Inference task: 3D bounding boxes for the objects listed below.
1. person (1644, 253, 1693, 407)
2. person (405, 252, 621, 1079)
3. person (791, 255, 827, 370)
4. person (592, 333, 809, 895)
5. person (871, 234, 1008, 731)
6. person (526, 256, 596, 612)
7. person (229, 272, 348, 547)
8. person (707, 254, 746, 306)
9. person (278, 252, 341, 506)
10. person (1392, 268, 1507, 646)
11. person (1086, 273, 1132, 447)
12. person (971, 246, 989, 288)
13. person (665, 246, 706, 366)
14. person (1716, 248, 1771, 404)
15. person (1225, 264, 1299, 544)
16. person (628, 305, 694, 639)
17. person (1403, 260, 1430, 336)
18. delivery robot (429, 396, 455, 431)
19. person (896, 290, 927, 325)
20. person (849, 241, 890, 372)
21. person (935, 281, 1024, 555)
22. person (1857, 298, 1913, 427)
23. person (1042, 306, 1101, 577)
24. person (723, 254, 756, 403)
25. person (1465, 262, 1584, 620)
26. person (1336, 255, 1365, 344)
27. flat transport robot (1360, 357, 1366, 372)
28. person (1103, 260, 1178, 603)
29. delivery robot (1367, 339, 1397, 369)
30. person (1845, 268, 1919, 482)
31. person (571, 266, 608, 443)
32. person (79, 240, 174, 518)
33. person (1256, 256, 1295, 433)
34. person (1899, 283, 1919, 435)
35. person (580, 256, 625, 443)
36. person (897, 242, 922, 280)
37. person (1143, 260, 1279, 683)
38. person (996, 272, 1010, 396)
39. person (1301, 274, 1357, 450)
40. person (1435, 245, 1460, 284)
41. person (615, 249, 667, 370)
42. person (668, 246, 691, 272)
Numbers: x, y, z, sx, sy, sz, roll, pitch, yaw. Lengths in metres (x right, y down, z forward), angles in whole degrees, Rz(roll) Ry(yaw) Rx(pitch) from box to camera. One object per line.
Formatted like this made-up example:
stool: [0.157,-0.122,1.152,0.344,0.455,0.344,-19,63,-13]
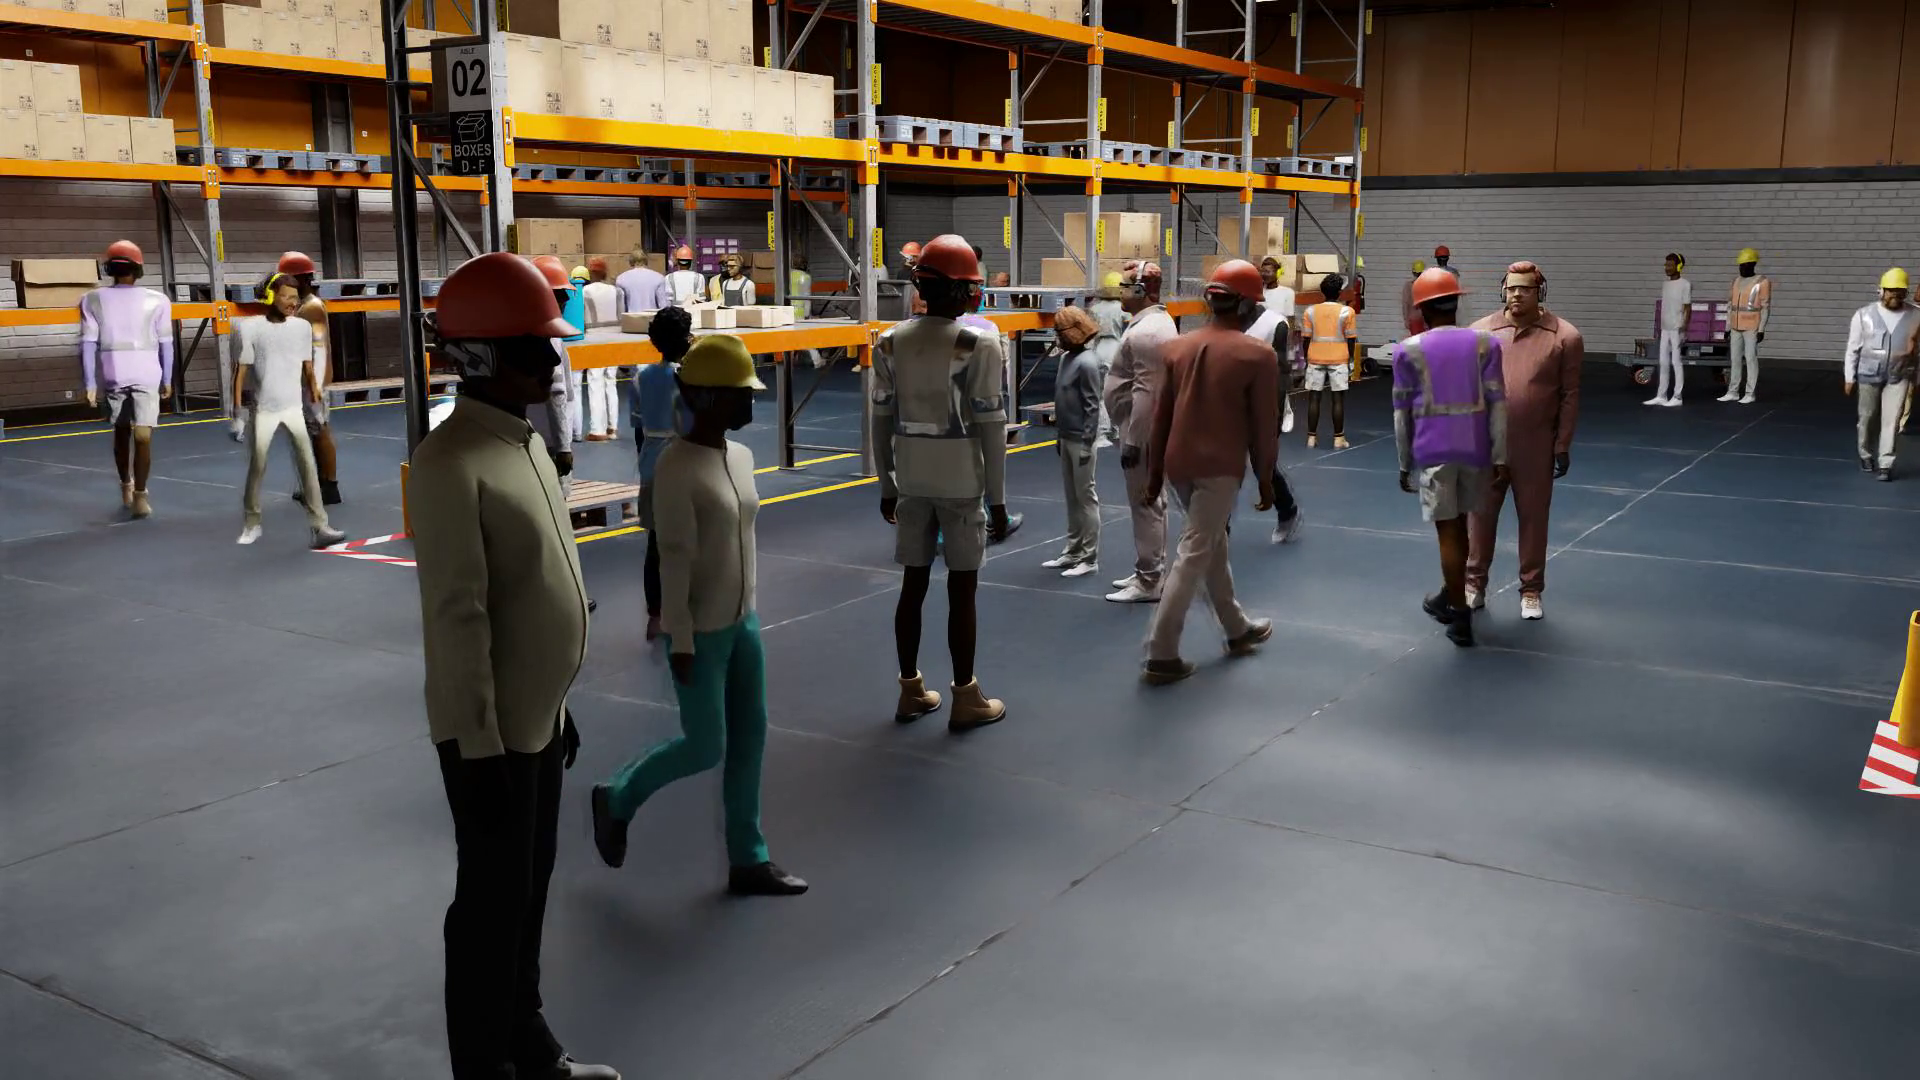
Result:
person: [8.684,-2.558,20.291,0.316,1.866,0.532,-3,11,-17]
person: [-0.981,0.382,3.643,0.375,1.995,0.611,0,10,0]
person: [-2.485,-3.538,25.935,0.622,1.791,0.944,6,12,32]
person: [-0.807,0.240,5.091,0.608,1.748,0.537,4,11,23]
person: [-0.063,-0.234,6.922,0.616,2.041,0.382,6,12,30]
person: [-2.226,-0.564,9.040,0.356,1.936,0.551,-6,12,-32]
person: [-4.470,-0.837,10.931,0.642,1.806,0.962,-9,14,-42]
person: [-2.958,-2.724,21.273,0.620,1.845,0.430,4,11,19]
person: [-5.003,-1.228,12.727,0.378,1.932,0.551,-6,12,-30]
person: [2.482,-0.444,8.553,0.548,1.873,0.868,0,10,0]
person: [1.541,-1.792,16.518,0.511,1.694,0.904,7,12,34]
person: [0.289,-3.862,27.343,0.373,1.931,0.639,-2,10,-11]
person: [-3.683,-2.973,22.391,0.551,1.937,0.357,-1,10,-6]
person: [9.736,-2.653,20.652,0.386,1.922,0.594,-4,11,-22]
person: [1.905,-0.855,10.812,0.889,1.889,0.603,-10,14,-43]
person: [-1.423,-0.318,8.346,0.548,1.697,0.317,7,13,35]
person: [6.831,-3.306,24.815,0.589,1.721,0.601,-2,11,-13]
delivery robot: [-4.792,-1.110,15.637,0.477,0.478,0.707,8,13,37]
person: [-0.287,-1.229,13.558,0.521,1.636,0.311,1,10,3]
person: [-1.444,-3.578,25.458,0.685,2.000,0.535,5,11,27]
person: [0.074,-0.835,10.897,0.598,1.799,0.926,6,12,32]
person: [9.984,-2.017,17.935,0.498,1.633,0.283,5,12,27]
person: [0.691,-0.592,10.039,0.290,1.632,0.501,-3,11,-15]
person: [-2.748,-2.608,20.622,0.507,1.847,0.351,7,12,33]
person: [2.969,-0.528,8.929,0.643,1.908,0.410,5,11,26]
person: [5.872,-3.496,25.701,0.740,1.796,0.595,1,10,6]
flat transport robot: [5.662,-2.733,25.676,1.431,0.197,0.652,6,12,30]
person: [1.003,-0.603,9.339,0.404,1.911,0.636,3,11,14]
delivery robot: [6.407,-2.737,24.656,0.477,0.478,0.707,-9,14,-41]
person: [7.918,-1.430,14.256,0.602,1.795,0.930,5,11,25]
person: [-3.775,-1.860,16.701,0.533,1.766,0.318,-4,11,-21]
person: [-6.126,-1.196,12.332,0.604,2.006,0.848,-3,11,-15]
person: [3.207,-1.980,17.143,0.530,1.854,0.437,10,14,43]
person: [9.880,-1.869,17.106,0.507,1.636,0.273,9,14,42]
person: [-3.606,-1.905,16.685,0.627,1.872,0.438,-9,14,-41]
person: [-0.654,-2.896,21.810,0.392,1.989,0.617,-2,10,-11]
person: [1.191,-0.327,7.774,0.992,1.930,0.597,-8,13,-39]
person: [0.544,-2.630,21.398,0.552,1.611,0.399,6,12,32]
person: [3.573,-1.723,16.128,0.538,1.695,0.320,5,11,27]
person: [7.533,-3.636,26.069,0.548,1.934,0.374,-4,11,-20]
person: [-4.128,-2.803,21.538,0.637,1.894,0.915,-3,11,-18]
person: [-3.816,-3.063,22.888,0.350,1.938,0.636,-1,10,-5]
